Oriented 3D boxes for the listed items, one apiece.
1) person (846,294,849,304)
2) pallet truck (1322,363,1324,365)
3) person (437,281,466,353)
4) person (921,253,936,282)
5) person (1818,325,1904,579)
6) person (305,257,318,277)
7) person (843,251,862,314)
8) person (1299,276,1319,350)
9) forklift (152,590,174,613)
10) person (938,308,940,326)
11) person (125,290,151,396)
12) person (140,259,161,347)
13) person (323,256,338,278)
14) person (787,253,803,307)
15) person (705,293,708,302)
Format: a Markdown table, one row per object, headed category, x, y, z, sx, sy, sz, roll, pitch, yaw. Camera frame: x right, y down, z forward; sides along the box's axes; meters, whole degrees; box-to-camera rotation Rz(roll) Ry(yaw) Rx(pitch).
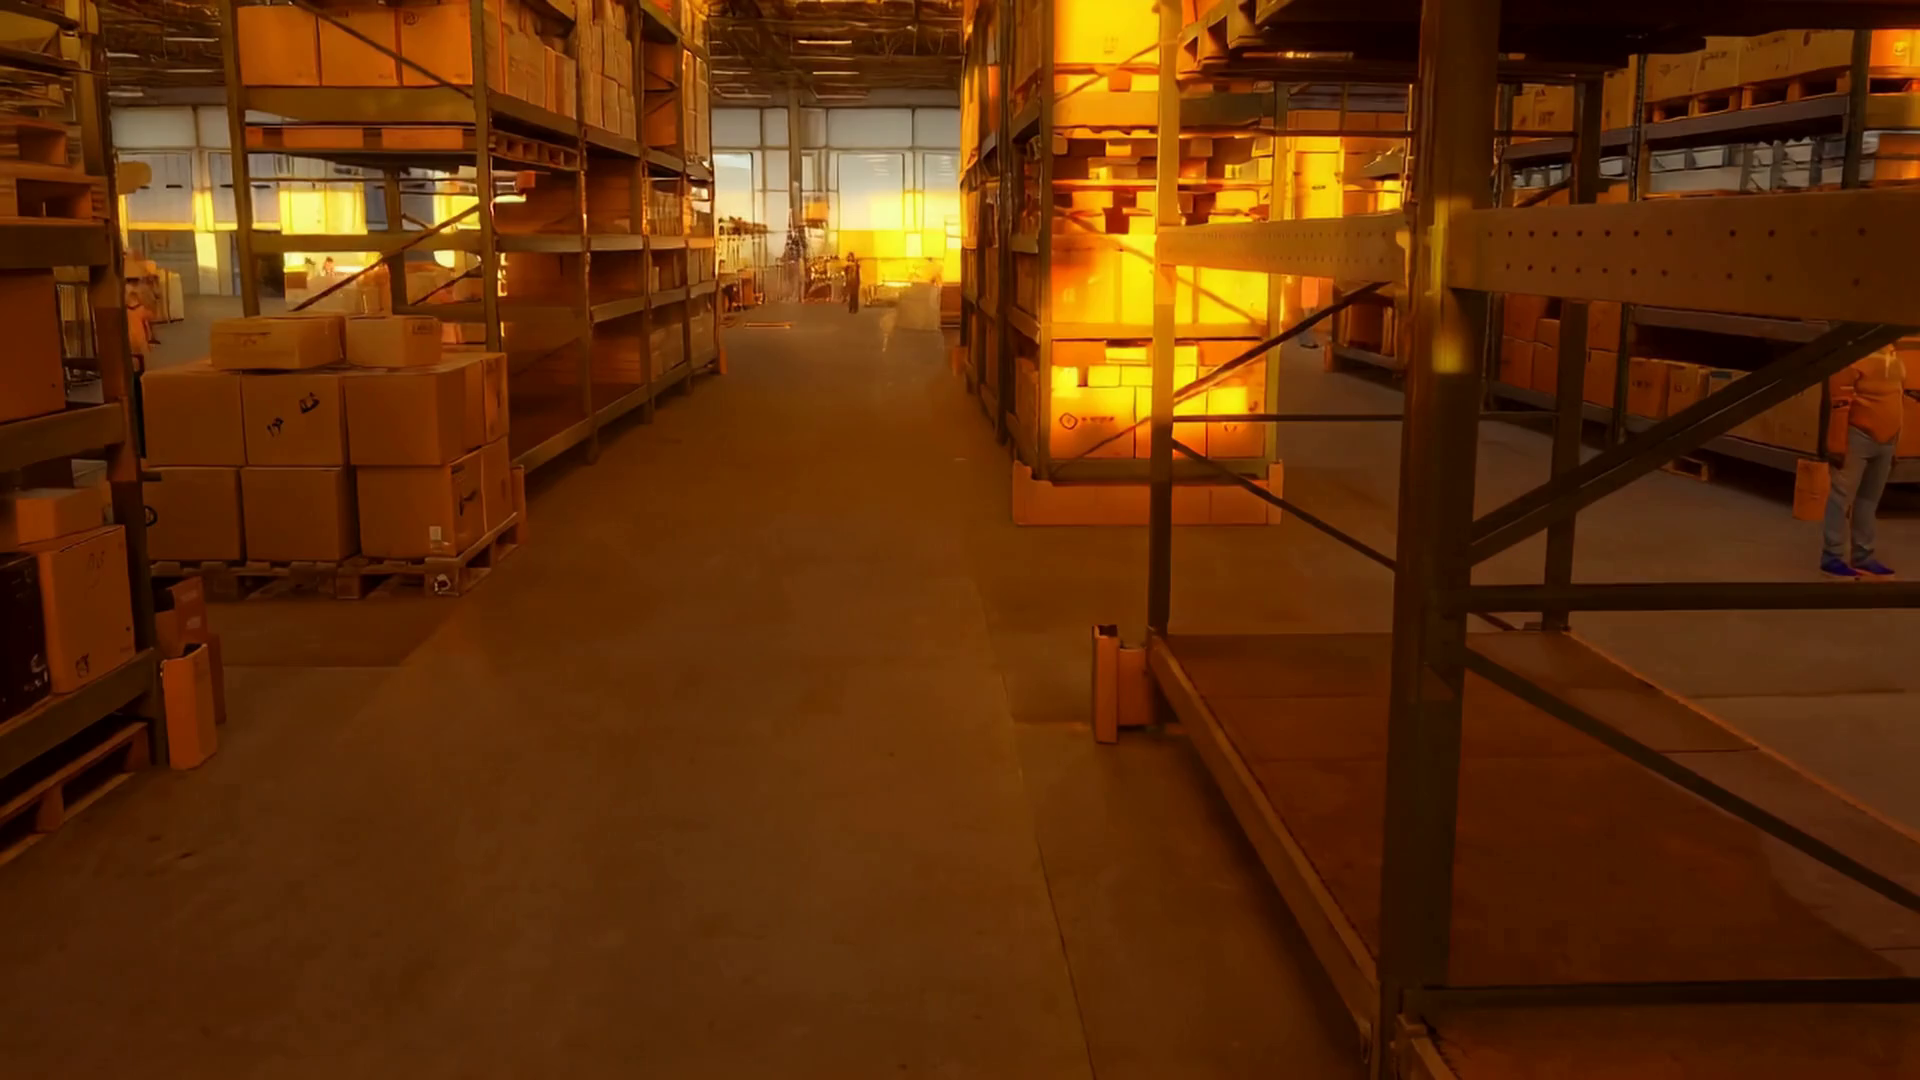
| category | x | y | z | sx | sy | sz | roll | pitch | yaw |
| --- | --- | --- | --- | --- | --- | --- | --- | --- | --- |
| person | -3.985 | -9.754 | 62.819 | 0.794 | 1.660 | 0.543 | -7 | 12 | -35 |
| pallet truck | 7.712 | -4.157 | 30.737 | 1.885 | 1.965 | 0.823 | 3 | 11 | 16 |
| person | -9.680 | -4.115 | 31.620 | 0.849 | 1.593 | 0.538 | 8 | 13 | 38 |
| person | -1.215 | -10.276 | 65.065 | 0.504 | 1.905 | 0.601 | -10 | 14 | -44 |
| person | 6.343 | -0.677 | 11.637 | 0.642 | 1.900 | 0.400 | -4 | 11 | -24 |
| person | -22.517 | -8.938 | 57.989 | 1.014 | 1.828 | 0.535 | 8 | 13 | 38 |
| person | -3.530 | -8.351 | 53.982 | 0.535 | 2.000 | 0.674 | 6 | 12 | 30 |
| person | 7.613 | -5.118 | 36.102 | 0.396 | 1.992 | 0.622 | 9 | 13 | 41 |
| forklift | -5.858 | -0.811 | 9.639 | 1.873 | 2.768 | 1.129 | -1 | 10 | -3 |
| person | -0.242 | -6.889 | 46.183 | 0.818 | 1.906 | 0.649 | -2 | 10 | -12 |
| person | -12.589 | -3.011 | 25.402 | 0.513 | 1.614 | 0.507 | -1 | 10 | -4 |
| person | -18.096 | -5.291 | 37.197 | 0.422 | 1.952 | 0.626 | -6 | 12 | -30 |
| person | -22.414 | -9.157 | 59.072 | 0.551 | 1.821 | 0.644 | 2 | 10 | 10 |
| person | -5.964 | -9.384 | 60.055 | 0.535 | 1.927 | 0.631 | 10 | 14 | 43 |
| person | -9.148 | -9.227 | 59.216 | 0.637 | 1.920 | 0.390 | 2 | 10 | 9 |
